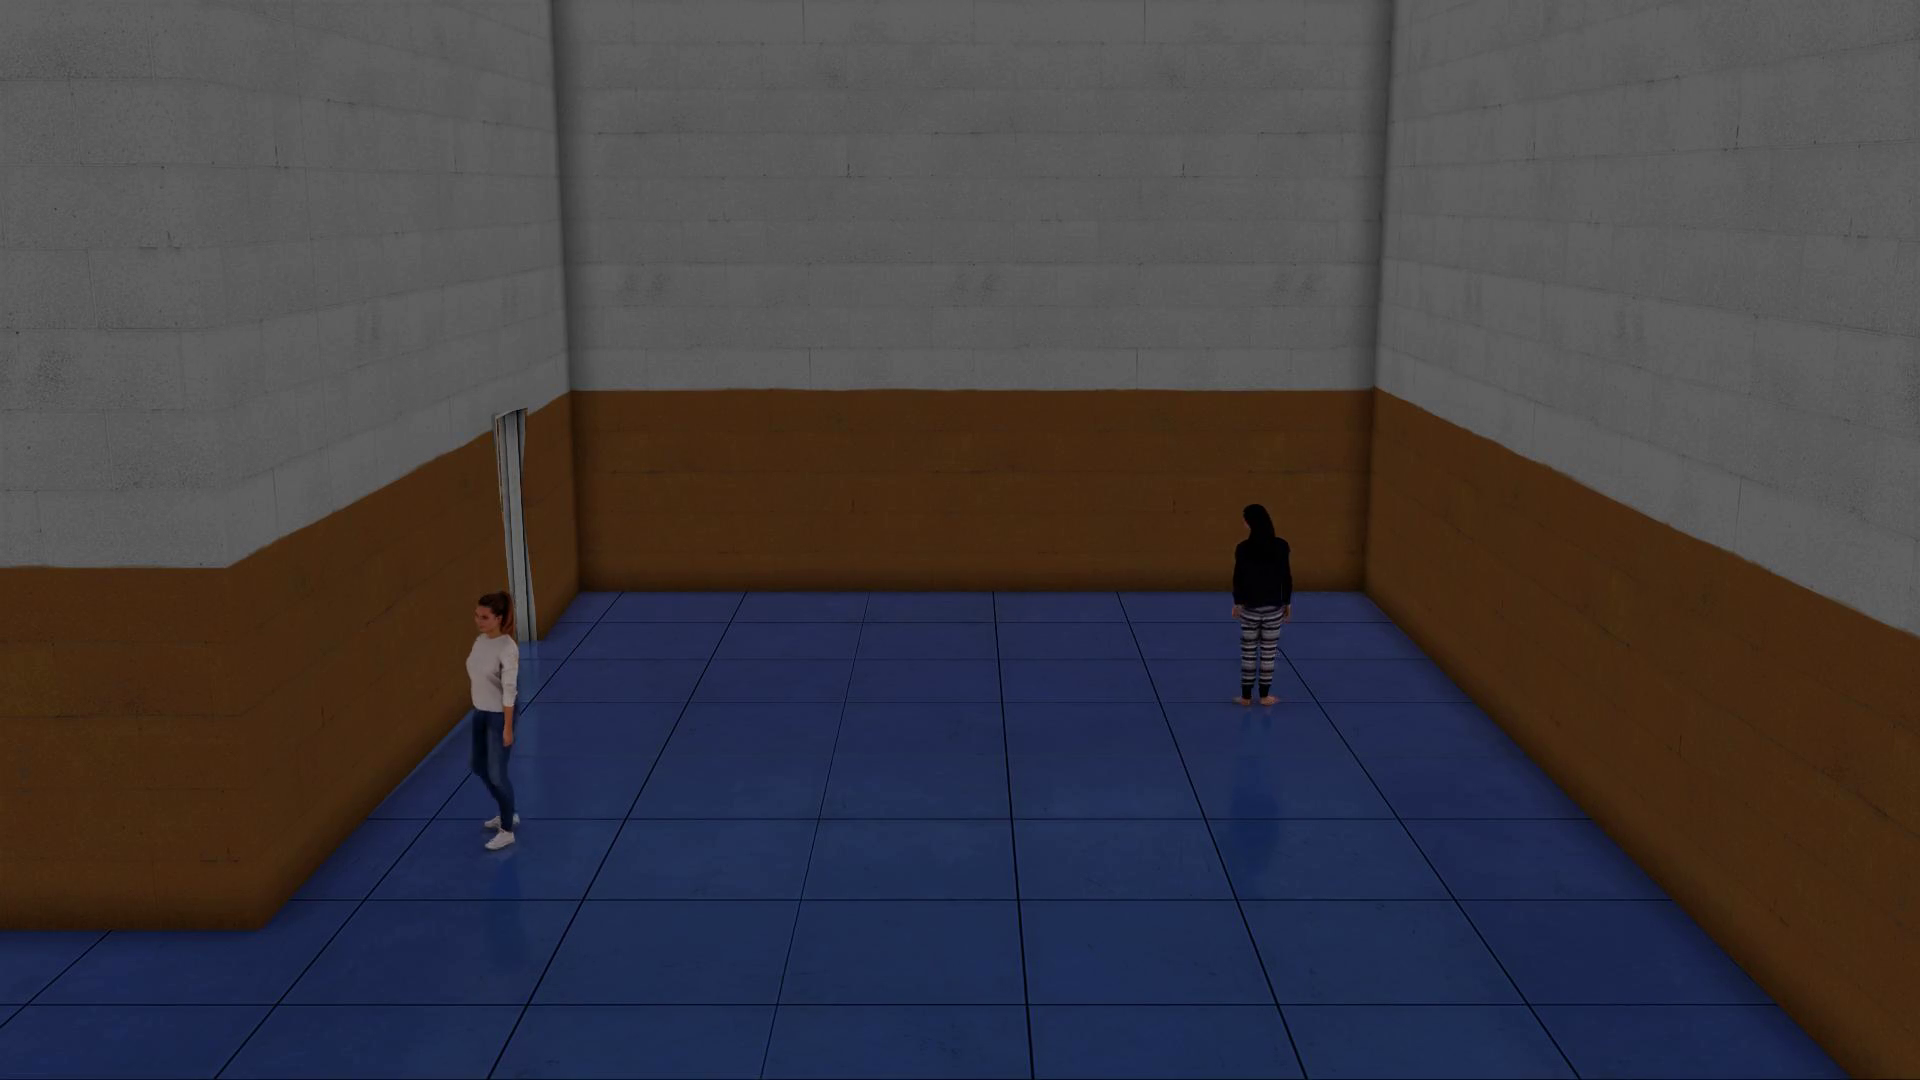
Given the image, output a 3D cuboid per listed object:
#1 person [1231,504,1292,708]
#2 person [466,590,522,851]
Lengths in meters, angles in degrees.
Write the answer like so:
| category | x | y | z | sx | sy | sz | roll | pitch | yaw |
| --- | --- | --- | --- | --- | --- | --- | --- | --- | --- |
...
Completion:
| category | x | y | z | sx | sy | sz | roll | pitch | yaw |
| --- | --- | --- | --- | --- | --- | --- | --- | --- | --- |
| person | 2.519 | 0.542 | 13.848 | 0.474 | 1.717 | 0.708 | 4 | 12 | 17 |
| person | -3.037 | 1.160 | 10.915 | 0.831 | 1.717 | 0.786 | -9 | 15 | -35 |
